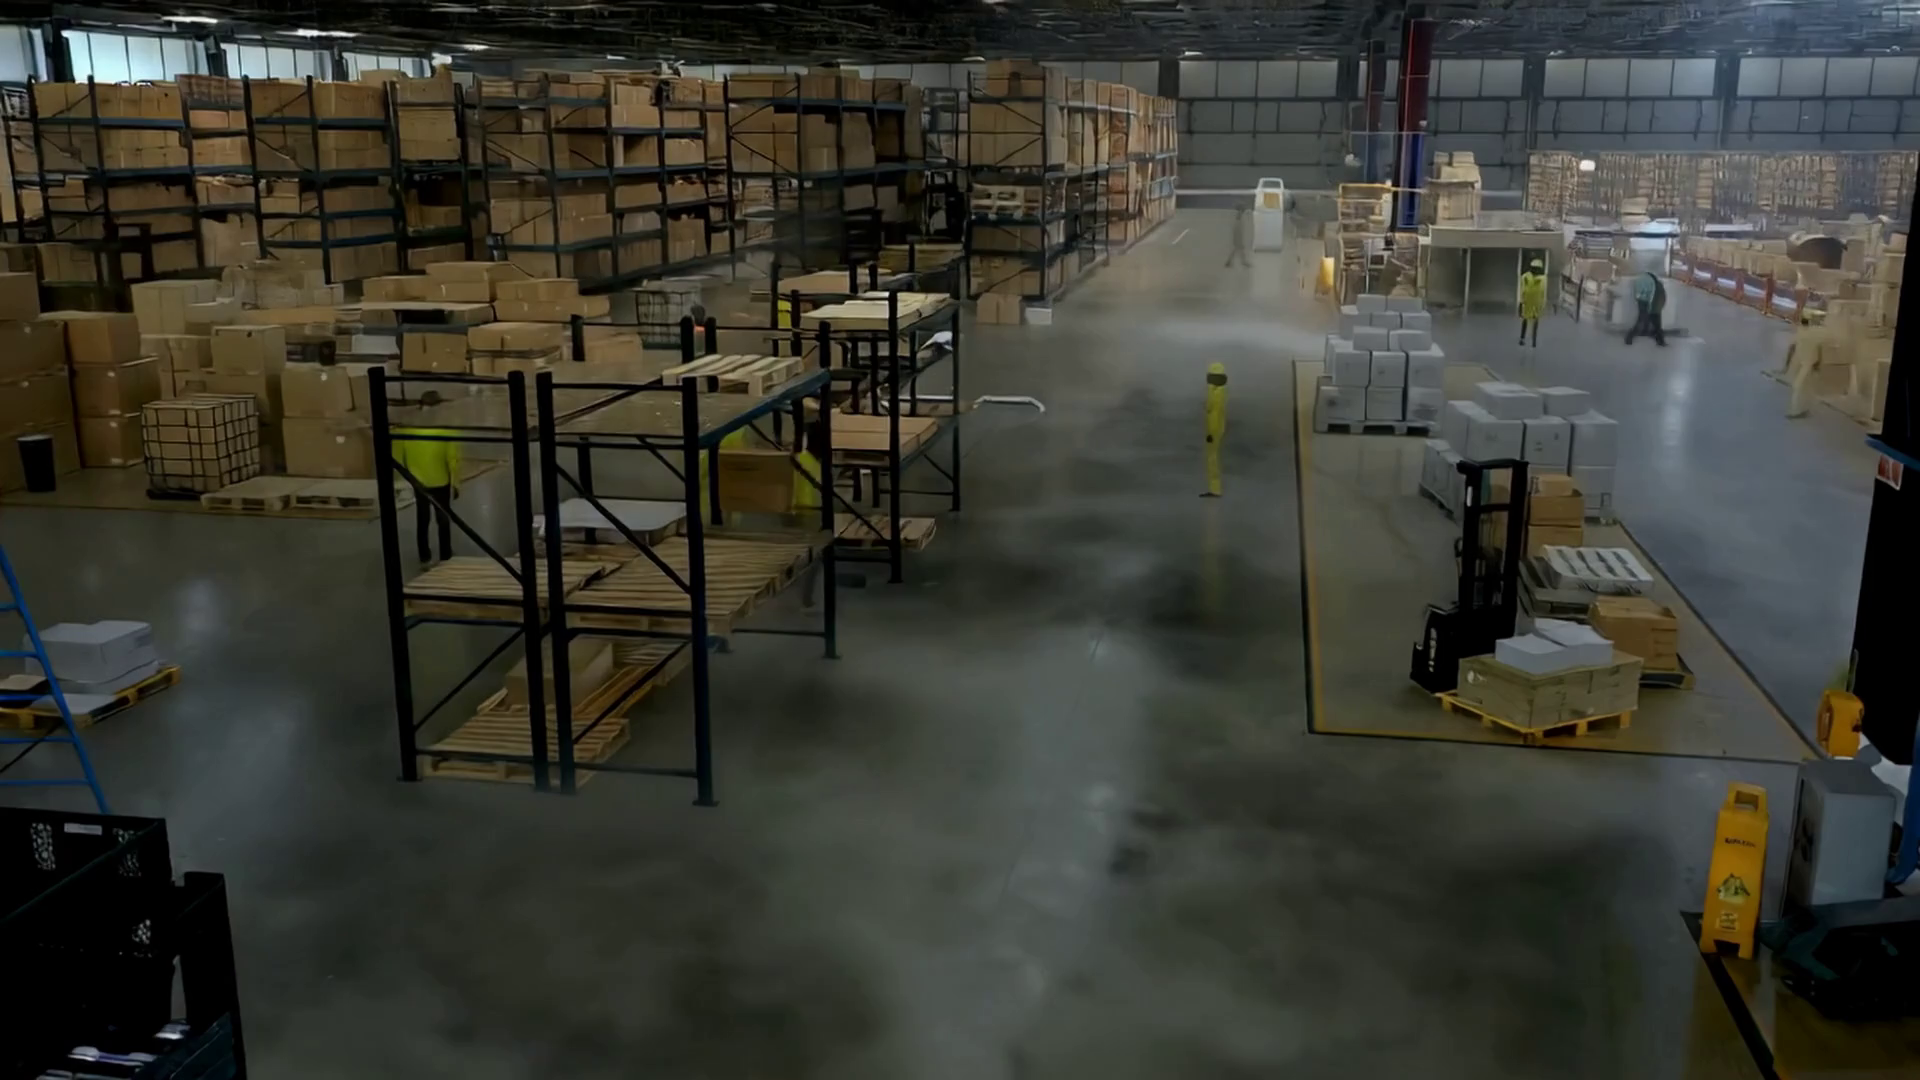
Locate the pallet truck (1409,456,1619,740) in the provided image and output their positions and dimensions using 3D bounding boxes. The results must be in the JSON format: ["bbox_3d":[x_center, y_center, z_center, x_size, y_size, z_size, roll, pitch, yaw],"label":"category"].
[{"bbox_3d":[4.504,0.400,13.395,0.823,1.965,1.885,-6,15,-23],"label":"pallet truck"}]

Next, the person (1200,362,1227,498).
[{"bbox_3d":[3.242,-1.406,21.253,0.295,1.743,0.492,4,14,16],"label":"person"}]

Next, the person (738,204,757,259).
[{"bbox_3d":[-7.852,-11.305,60.927,0.930,2.011,0.608,7,16,27],"label":"person"}]

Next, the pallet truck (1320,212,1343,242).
[{"bbox_3d":[15.874,-13.227,70.310,0.680,1.201,1.601,10,17,35],"label":"pallet truck"}]

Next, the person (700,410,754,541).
[{"bbox_3d":[-2.482,-0.601,17.619,0.651,1.912,0.765,-3,14,-10],"label":"person"}]

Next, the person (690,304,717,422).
[{"bbox_3d":[-4.095,-2.740,26.254,0.395,1.953,0.620,13,19,43],"label":"person"}]

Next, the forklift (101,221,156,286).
[{"bbox_3d":[-16.772,-5.071,33.793,1.129,2.768,1.873,3,14,10],"label":"forklift"}]

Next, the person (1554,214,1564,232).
[{"bbox_3d":[21.916,-11.075,60.717,0.536,1.637,0.906,-2,14,-8],"label":"person"}]

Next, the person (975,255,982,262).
[{"bbox_3d":[0.700,-8.472,50.051,0.558,1.672,0.621,3,14,12],"label":"person"}]

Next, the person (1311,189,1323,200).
[{"bbox_3d":[16.719,-15.462,77.927,0.620,1.942,1.016,-5,15,-19],"label":"person"}]

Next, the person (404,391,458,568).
[{"bbox_3d":[-5.636,-0.640,17.796,0.581,1.919,0.398,2,14,10],"label":"person"}]

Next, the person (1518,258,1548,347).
[{"bbox_3d":[12.393,-5.135,35.992,0.551,1.935,0.372,3,14,14],"label":"person"}]

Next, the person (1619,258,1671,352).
[{"bbox_3d":[14.644,-5.040,35.393,1.015,2.000,0.685,12,18,40],"label":"person"}]

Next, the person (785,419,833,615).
[{"bbox_3d":[-1.455,-0.225,16.118,0.457,1.904,0.658,1,14,6],"label":"person"}]

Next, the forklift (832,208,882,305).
[{"bbox_3d":[-2.309,-6.374,39.084,1.129,2.768,1.873,3,14,10],"label":"forklift"}]

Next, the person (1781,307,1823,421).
[{"bbox_3d":[13.550,-2.836,26.861,0.849,1.836,0.504,-5,15,-20],"label":"person"}]

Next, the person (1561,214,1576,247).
[{"bbox_3d":[20.643,-10.170,56.657,0.588,1.830,0.404,-7,16,-28],"label":"person"}]

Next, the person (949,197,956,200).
[{"bbox_3d":[-0.373,-18.913,92.293,0.594,1.780,0.988,-5,15,-19],"label":"person"}]

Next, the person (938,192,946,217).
[{"bbox_3d":[-0.957,-18.452,90.469,0.552,1.725,0.855,2,14,7],"label":"person"}]

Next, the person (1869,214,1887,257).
[{"bbox_3d":[32.384,-10.629,58.709,0.542,1.746,0.372,11,18,38],"label":"person"}]

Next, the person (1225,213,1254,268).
[{"bbox_3d":[9.540,-10.219,56.826,1.011,1.853,0.663,6,15,21],"label":"person"}]

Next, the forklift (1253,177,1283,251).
[{"bbox_3d":[12.083,-12.747,64.956,1.129,2.768,1.873,3,14,10],"label":"forklift"}]

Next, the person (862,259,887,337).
[{"bbox_3d":[-1.901,-5.334,36.990,0.517,1.844,0.565,3,14,10],"label":"person"}]

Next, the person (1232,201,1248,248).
[{"bbox_3d":[11.118,-12.506,66.045,0.648,1.886,1.049,8,16,28],"label":"person"}]

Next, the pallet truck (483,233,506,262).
[{"bbox_3d":[-11.832,-7.026,43.548,1.885,1.965,0.823,8,16,28],"label":"pallet truck"}]
